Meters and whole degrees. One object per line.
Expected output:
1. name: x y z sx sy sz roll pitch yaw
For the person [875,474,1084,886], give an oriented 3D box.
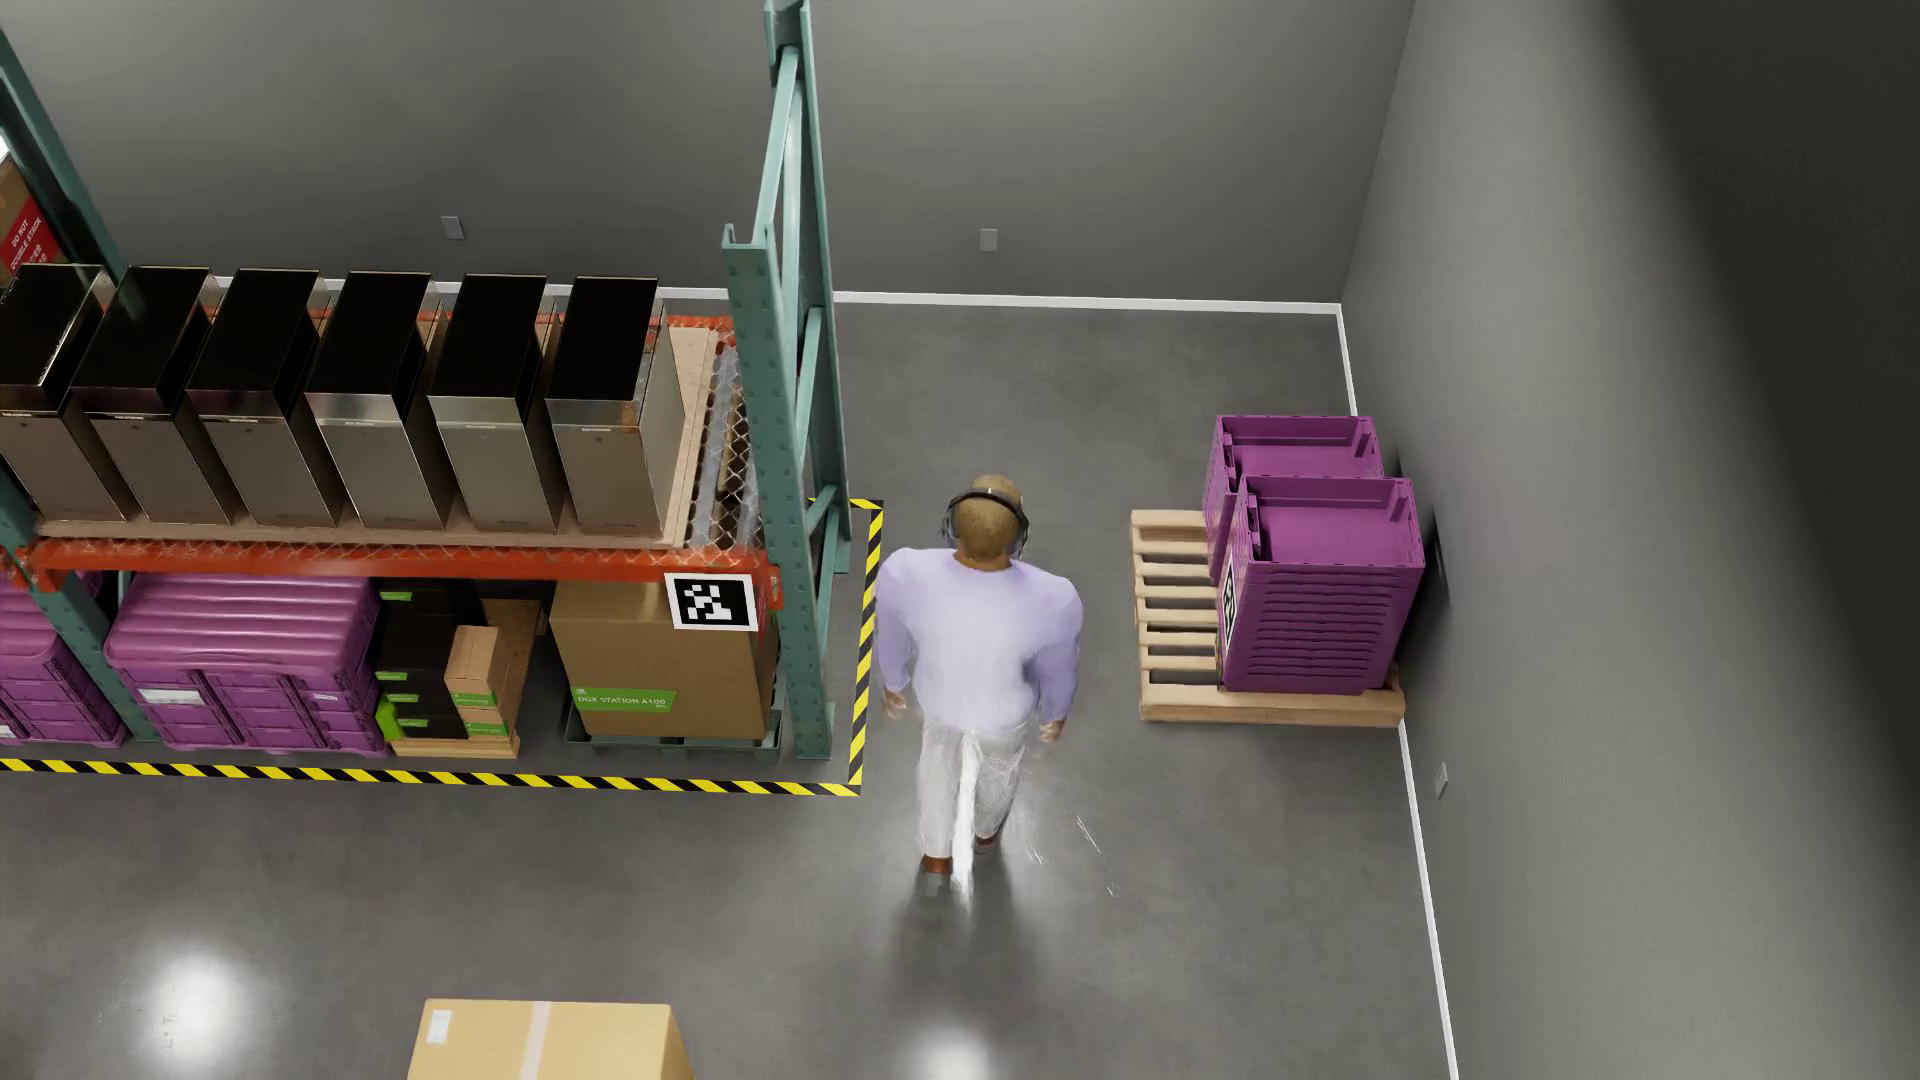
1. person: 0.052 0.509 5.301 0.648 1.927 0.508 9 52 7
